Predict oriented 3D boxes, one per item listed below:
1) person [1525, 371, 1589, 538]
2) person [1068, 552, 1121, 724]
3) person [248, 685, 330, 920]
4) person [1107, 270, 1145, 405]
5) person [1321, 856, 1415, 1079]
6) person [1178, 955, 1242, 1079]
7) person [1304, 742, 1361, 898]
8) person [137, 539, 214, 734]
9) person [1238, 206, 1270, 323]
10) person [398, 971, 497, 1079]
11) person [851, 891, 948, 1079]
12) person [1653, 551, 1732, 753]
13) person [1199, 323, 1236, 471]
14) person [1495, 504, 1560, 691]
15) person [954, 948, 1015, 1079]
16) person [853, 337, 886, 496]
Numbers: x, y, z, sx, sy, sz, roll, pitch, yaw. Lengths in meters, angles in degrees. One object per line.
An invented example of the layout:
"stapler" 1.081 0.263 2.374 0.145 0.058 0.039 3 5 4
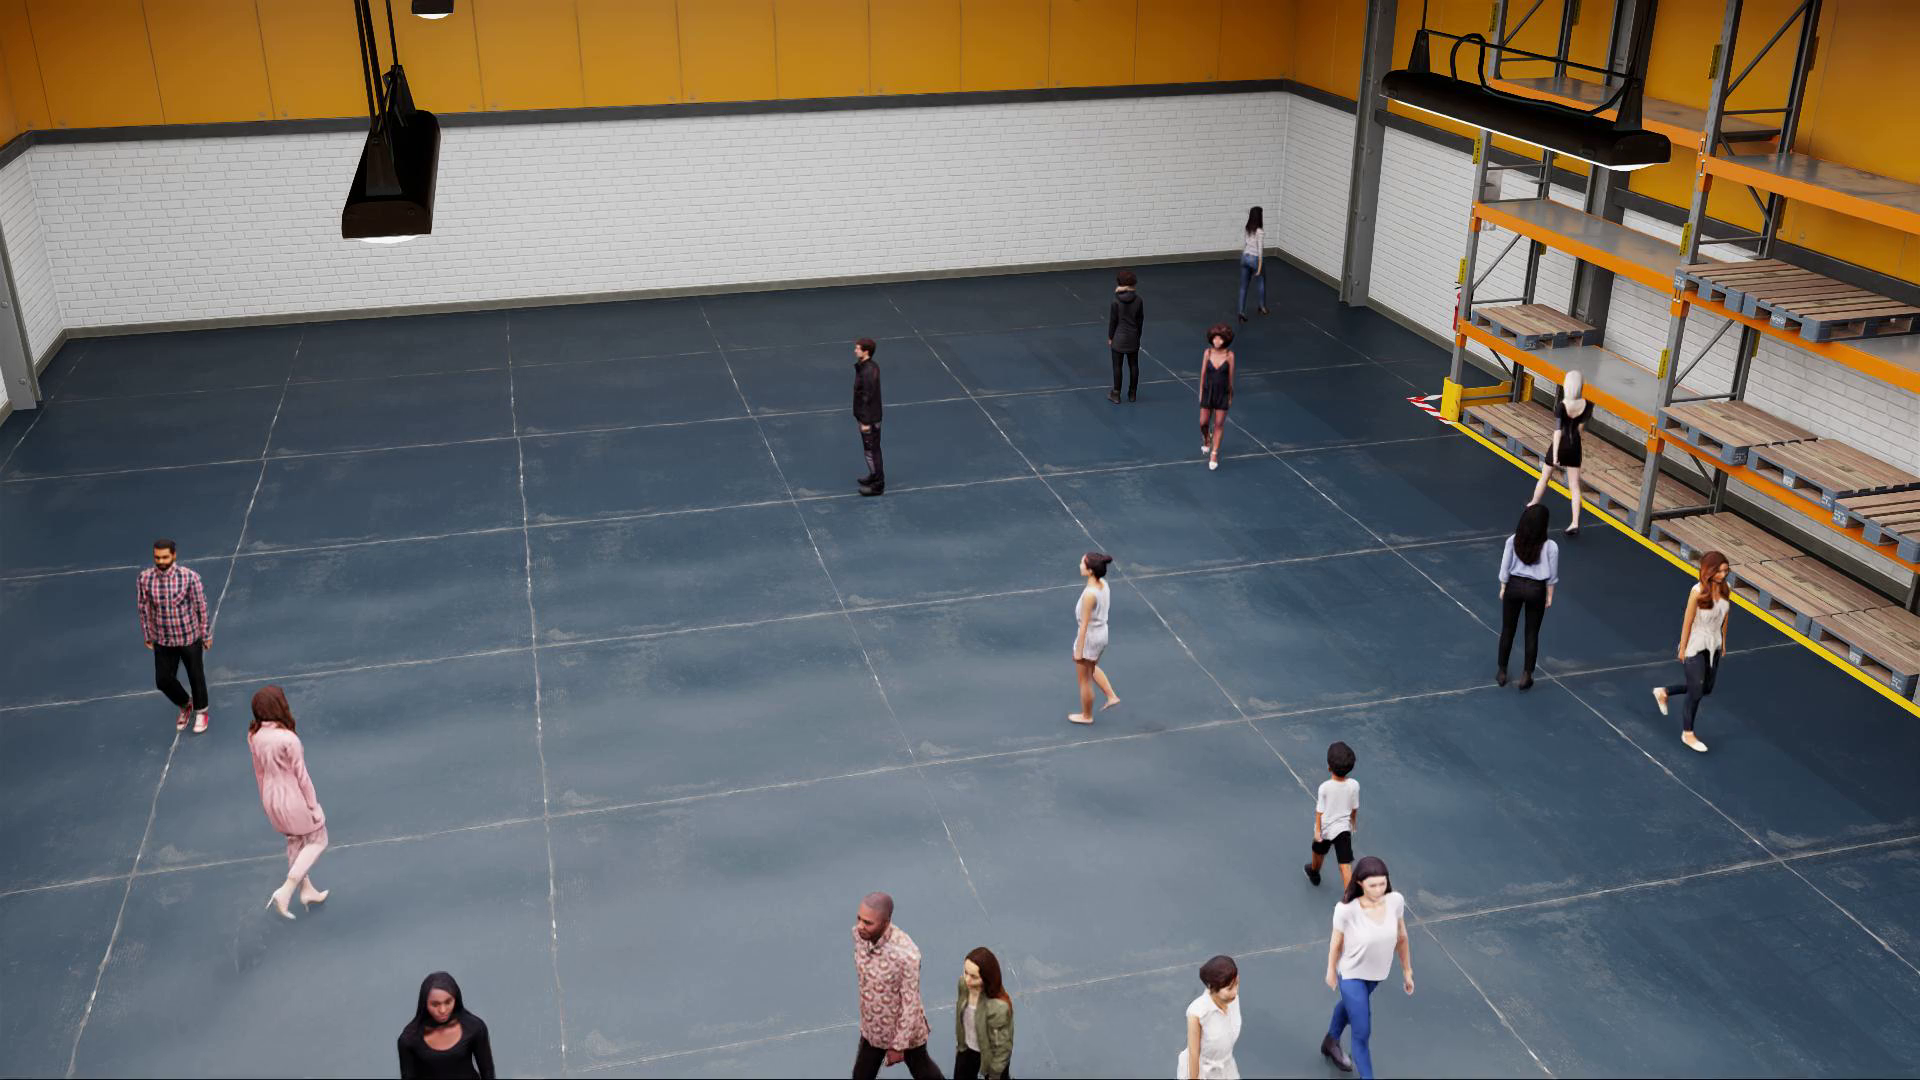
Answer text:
"person" 6.556 -0.890 17.851 0.574 1.779 1.155 -6 24 -13
"person" 1.185 0.851 14.088 0.782 1.602 0.728 8 25 18
"person" -4.696 1.872 11.518 0.859 1.791 0.938 10 25 21
"person" 2.187 -2.684 21.955 0.618 1.778 0.570 -6 24 -13
"person" 2.371 2.584 10.069 0.737 1.646 1.076 -11 26 -24
"person" 1.331 2.949 9.361 0.684 1.544 0.704 -18 29 -35
"person" 2.688 2.045 11.799 0.528 1.247 0.885 -4 24 -9
"person" -6.605 0.777 14.075 0.720 1.749 0.612 -5 24 -11
"person" 4.390 -4.174 25.371 0.910 1.773 0.960 -21 31 -39
"person" -2.750 3.025 8.978 0.655 1.712 0.602 -8 25 -18
"person" -0.334 2.743 9.559 1.213 1.762 1.181 19 30 37
"person" 6.087 0.871 13.836 0.709 1.767 0.934 -11 26 -24
"person" 3.065 -1.730 19.771 0.719 1.779 0.816 6 24 13
"person" 5.000 0.493 14.731 0.733 1.743 0.765 10 25 21
"person" 0.195 2.929 9.539 0.923 1.437 1.016 -19 30 -36
"person" -1.026 -1.429 19.009 0.811 1.838 0.579 -2 24 -4
